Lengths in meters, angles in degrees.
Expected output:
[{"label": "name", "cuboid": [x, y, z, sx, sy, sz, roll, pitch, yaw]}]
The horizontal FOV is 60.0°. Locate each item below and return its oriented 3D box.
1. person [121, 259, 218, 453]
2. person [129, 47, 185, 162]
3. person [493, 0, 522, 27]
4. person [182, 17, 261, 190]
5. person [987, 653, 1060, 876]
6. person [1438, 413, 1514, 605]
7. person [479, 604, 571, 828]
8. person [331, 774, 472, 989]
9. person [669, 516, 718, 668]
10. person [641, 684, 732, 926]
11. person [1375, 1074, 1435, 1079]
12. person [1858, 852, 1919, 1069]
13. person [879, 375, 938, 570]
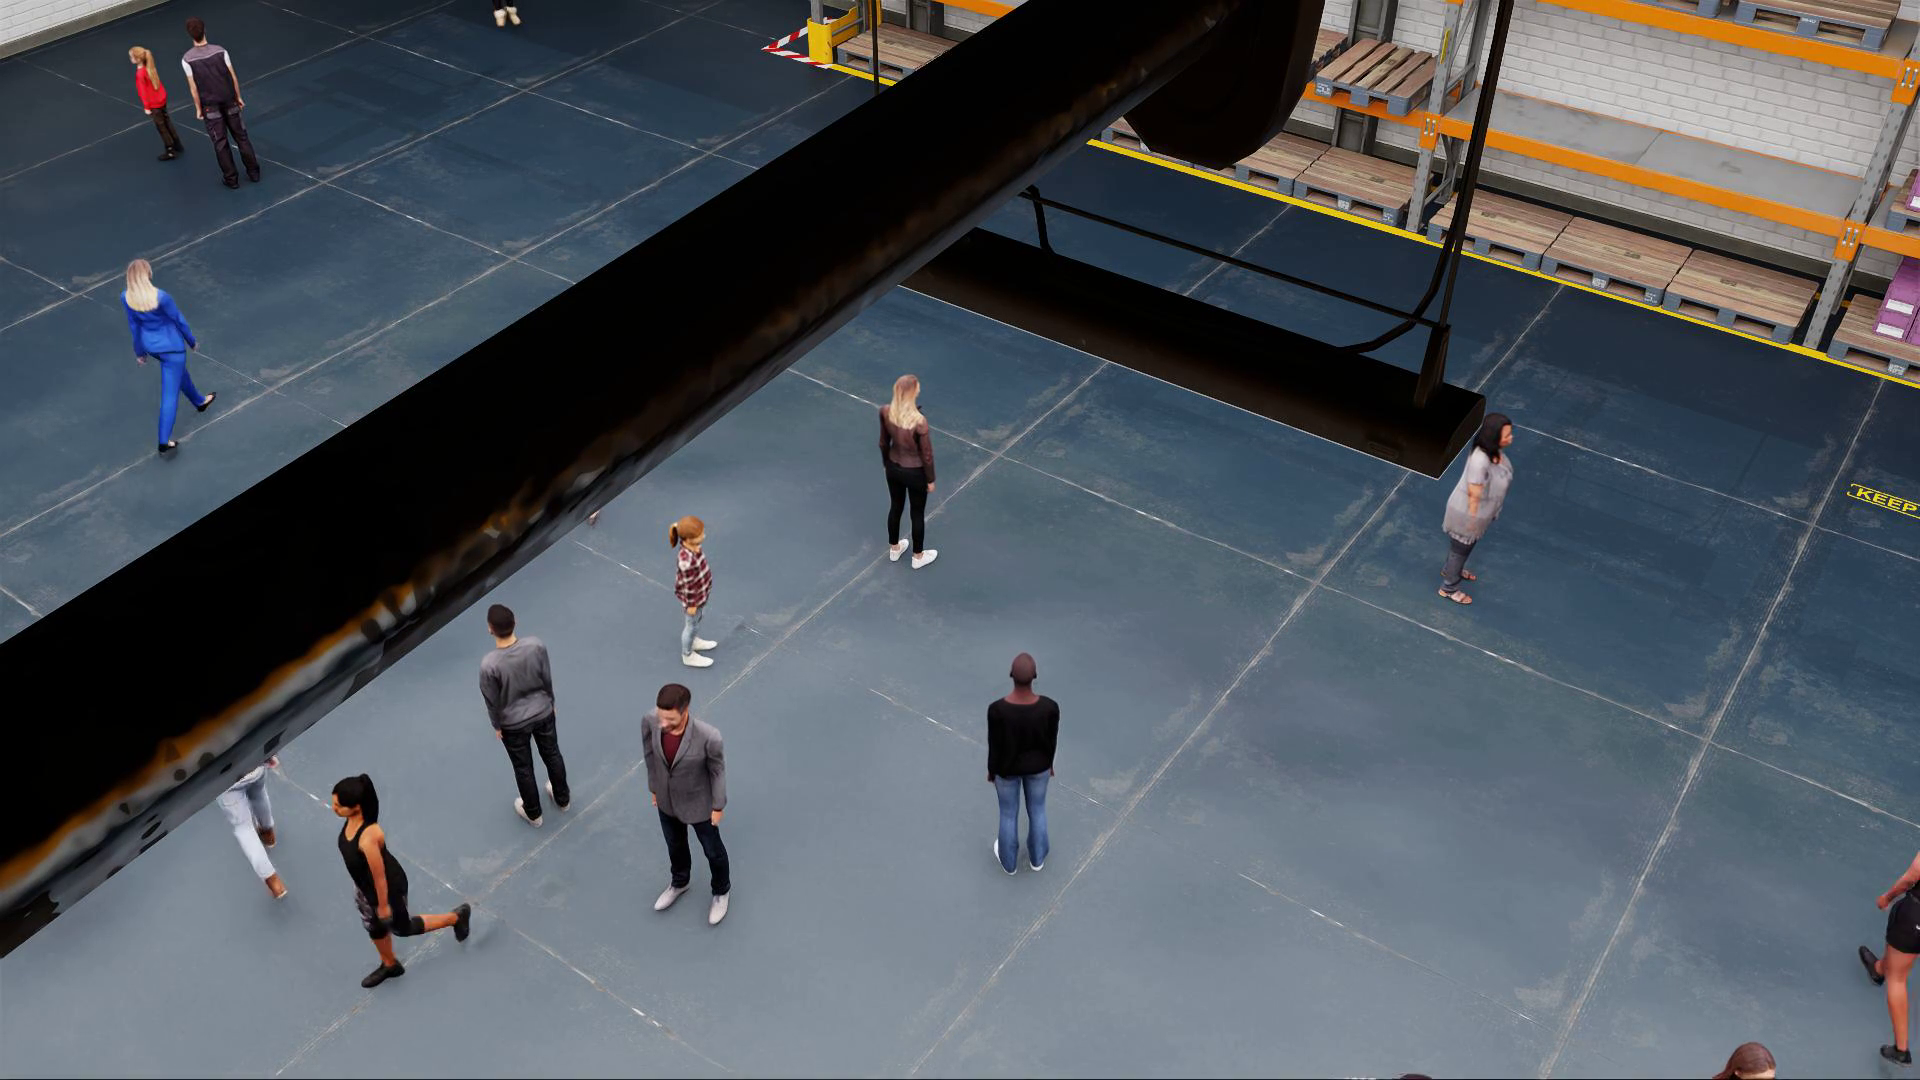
[{"label": "person", "cuboid": [-6.731, -1.519, 14.011, 1.192, 1.652, 0.936, 8, 39, 10]}, {"label": "person", "cuboid": [-8.961, -4.873, 18.509, 0.613, 1.280, 0.569, -1, 39, -1]}, {"label": "person", "cuboid": [-6.037, -7.528, 21.527, 0.697, 1.661, 0.758, -22, 44, -26]}, {"label": "person", "cuboid": [-7.936, -4.678, 17.812, 0.722, 1.846, 0.688, -24, 44, -27]}, {"label": "person", "cuboid": [0.384, 1.397, 10.282, 0.668, 1.749, 0.741, -3, 39, -4]}, {"label": "person", "cuboid": [3.852, -0.277, 12.489, 0.736, 1.611, 0.705, 12, 40, 14]}, {"label": "person", "cuboid": [-2.773, 1.115, 10.626, 0.680, 1.761, 0.659, -23, 44, -26]}, {"label": "person", "cuboid": [-3.291, 1.959, 9.661, 0.808, 1.646, 0.953, -26, 45, -29]}, {"label": "person", "cuboid": [-1.934, 0.358, 11.944, 0.634, 1.299, 0.612, 2, 39, 3]}, {"label": "person", "cuboid": [-1.643, 1.550, 9.991, 0.646, 1.874, 0.808, 12, 40, 15]}, {"label": "person", "cuboid": [1.901, 3.131, 8.075, 1.016, 1.793, 0.919, 1, 39, 1]}, {"label": "person", "cuboid": [5.409, 2.212, 9.300, 1.137, 1.701, 1.095, -1, 39, -2]}, {"label": "person", "cuboid": [-0.409, -0.525, 12.726, 0.429, 1.704, 0.671, 22, 44, 25]}]
